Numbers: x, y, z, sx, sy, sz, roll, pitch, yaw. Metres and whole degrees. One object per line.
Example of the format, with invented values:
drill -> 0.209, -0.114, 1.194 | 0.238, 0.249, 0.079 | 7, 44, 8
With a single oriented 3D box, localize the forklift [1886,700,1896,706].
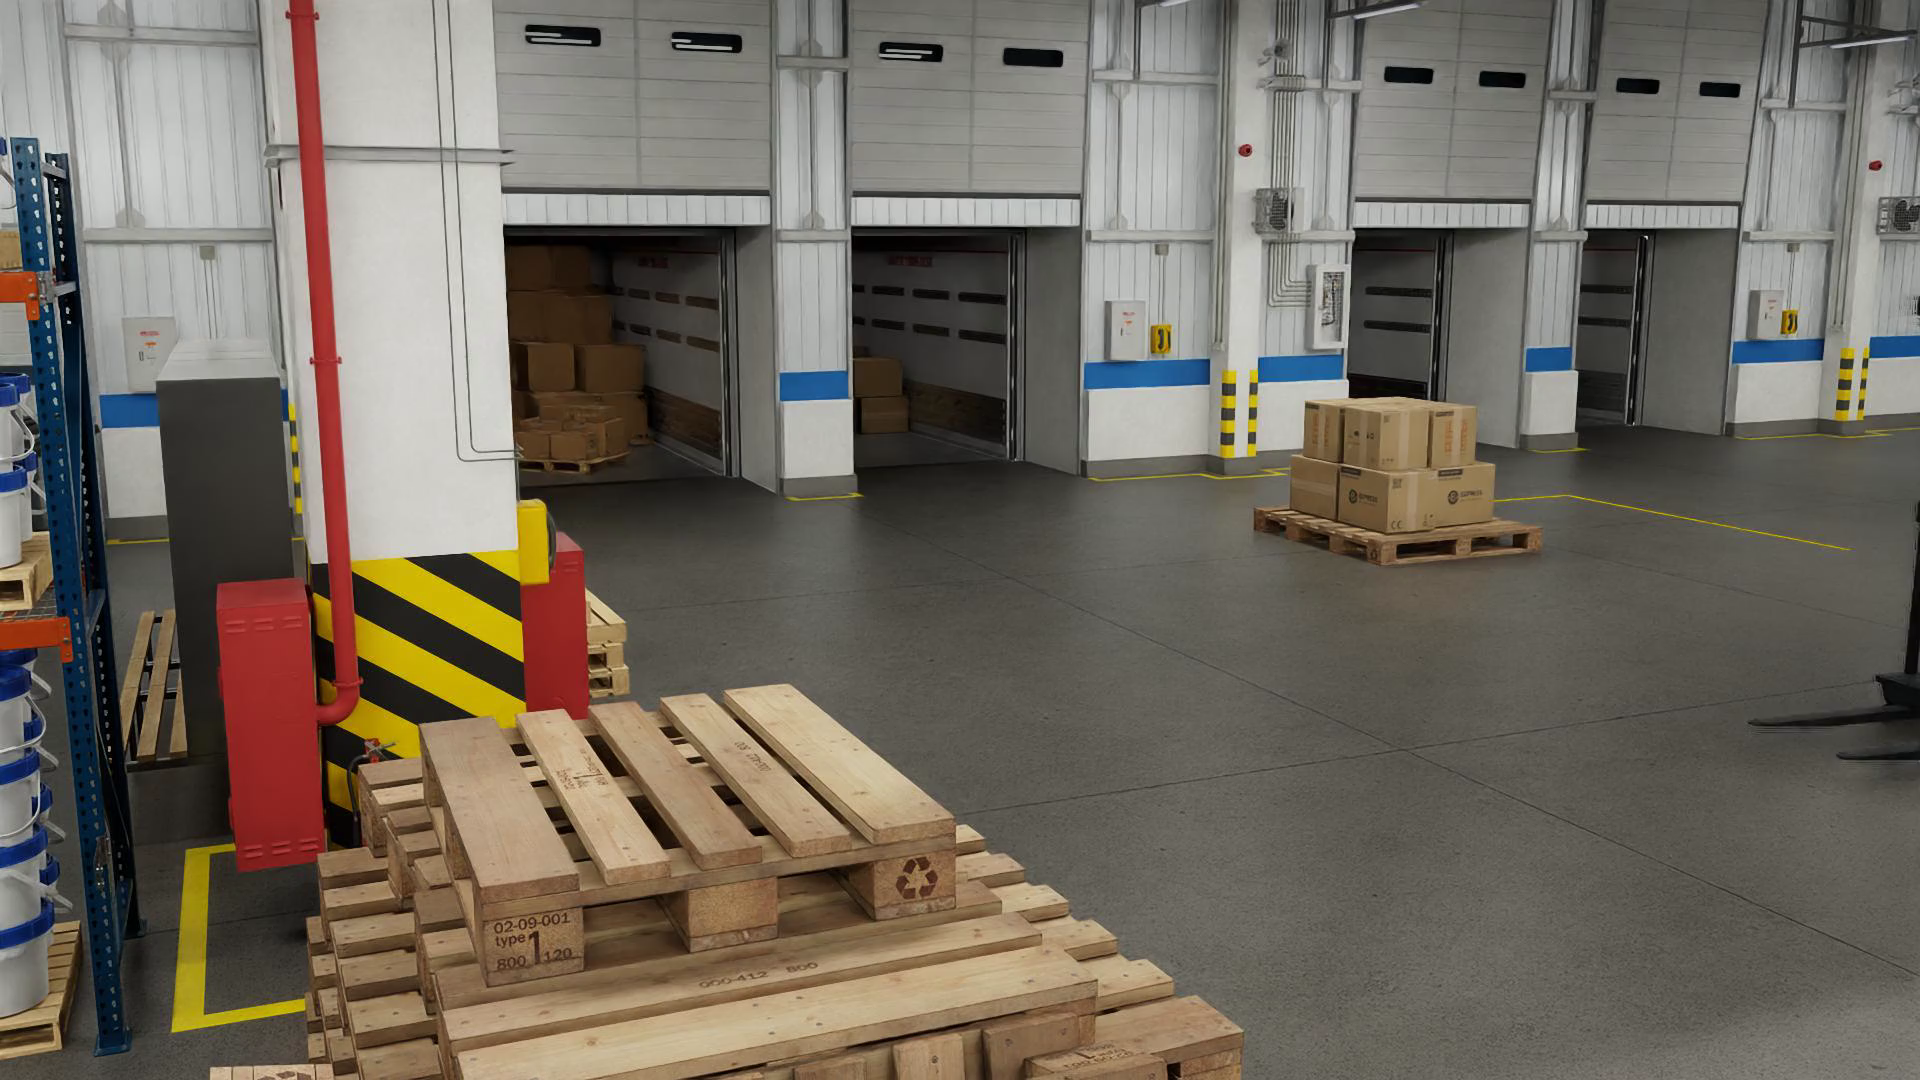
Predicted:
forklift -> 6.358, -0.334, 9.026 | 1.873, 2.768, 1.129 | -3, 11, -16
